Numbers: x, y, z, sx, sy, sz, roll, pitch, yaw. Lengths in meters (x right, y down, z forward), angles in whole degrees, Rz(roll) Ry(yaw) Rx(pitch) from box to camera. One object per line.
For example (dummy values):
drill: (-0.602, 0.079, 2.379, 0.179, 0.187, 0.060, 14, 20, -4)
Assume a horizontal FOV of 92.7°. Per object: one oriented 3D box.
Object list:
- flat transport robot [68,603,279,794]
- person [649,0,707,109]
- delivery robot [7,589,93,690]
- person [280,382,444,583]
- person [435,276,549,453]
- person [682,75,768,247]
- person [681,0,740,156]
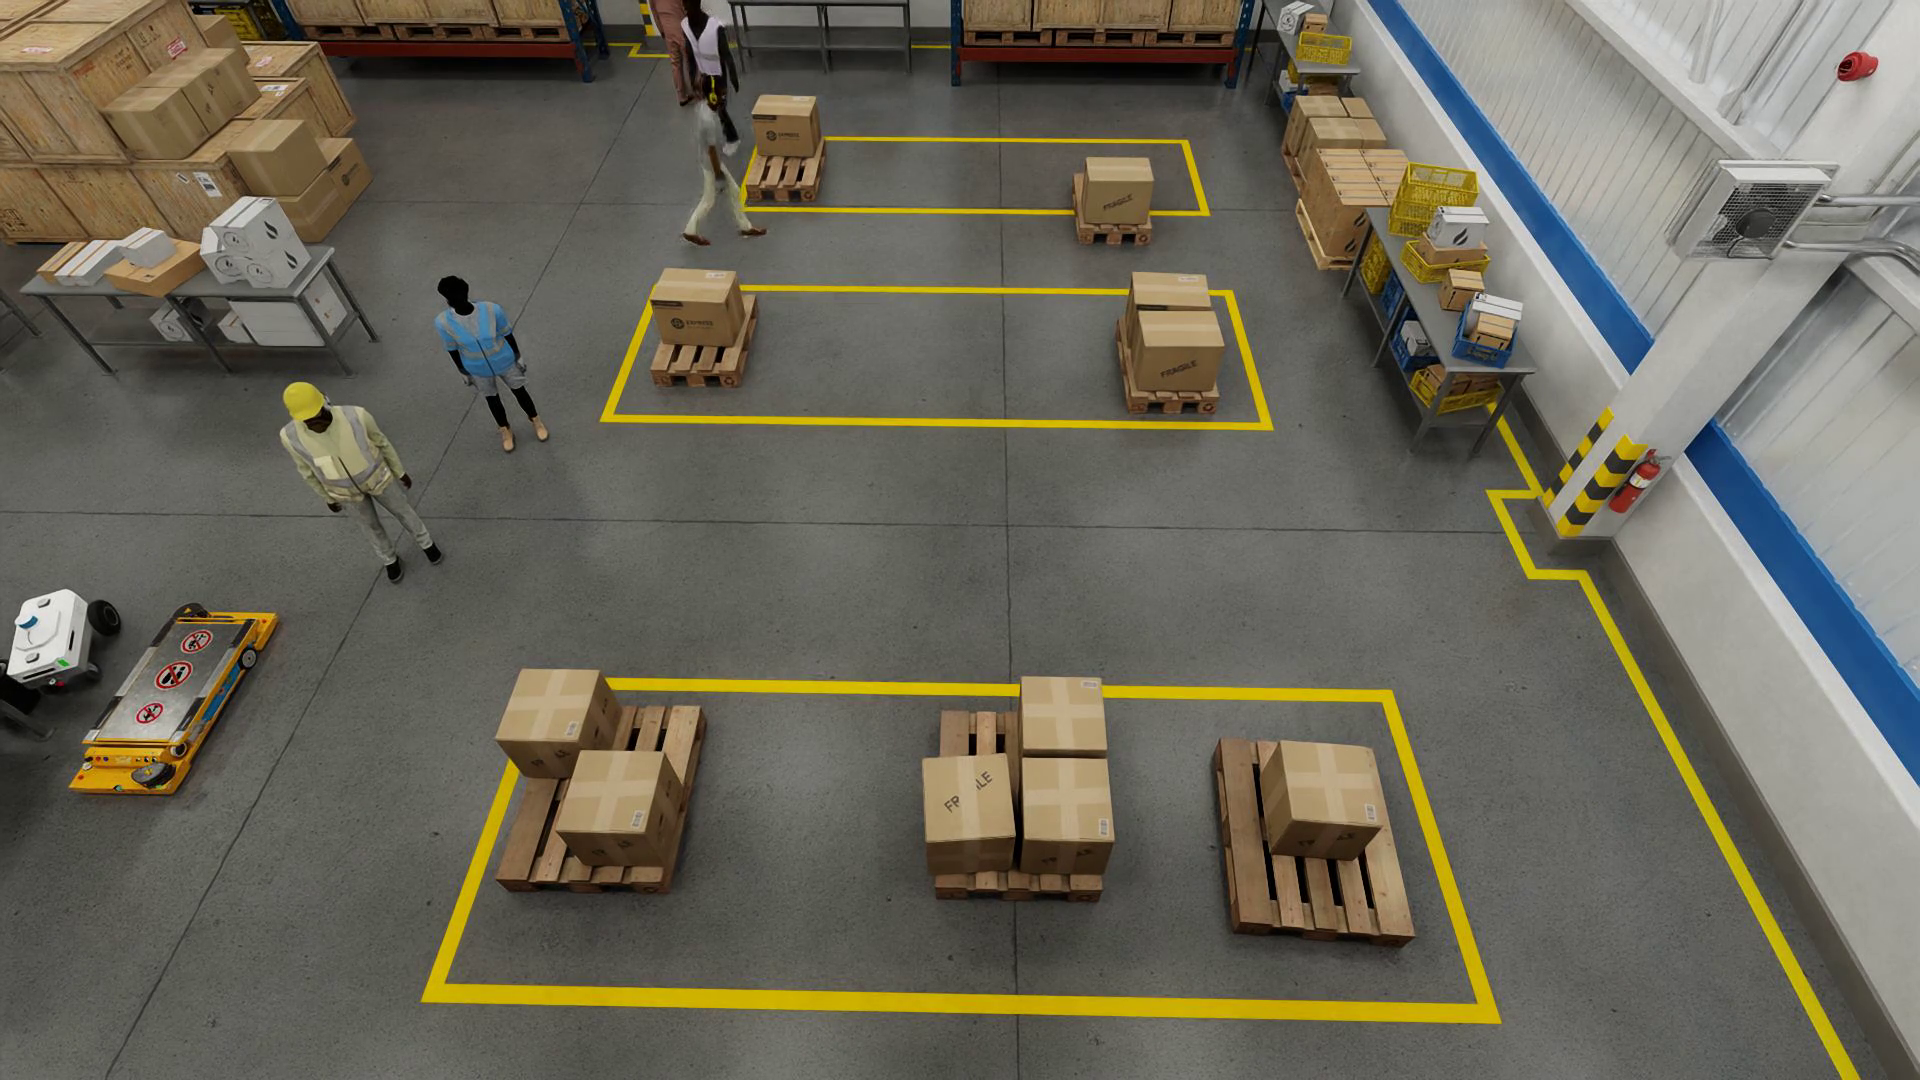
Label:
flat transport robot: (-5.504, 1.072, 6.442, 0.652, 0.197, 1.431, 1, 50, 1)
person: (-3.629, -6.611, 11.879, 0.651, 1.907, 0.409, 20, 53, 16)
delivery robot: (-6.471, 0.700, 6.513, 0.477, 0.478, 0.707, -20, 53, -16)
person: (-4.367, -0.421, 6.688, 0.587, 1.835, 0.401, -26, 54, -20)
person: (-3.915, -1.463, 7.658, 0.542, 1.695, 0.316, -21, 53, -17)
person: (-2.680, -3.972, 9.718, 0.918, 1.813, 0.554, -7, 50, -6)
person: (-2.987, -5.569, 11.002, 0.622, 1.894, 0.501, 22, 53, 18)
